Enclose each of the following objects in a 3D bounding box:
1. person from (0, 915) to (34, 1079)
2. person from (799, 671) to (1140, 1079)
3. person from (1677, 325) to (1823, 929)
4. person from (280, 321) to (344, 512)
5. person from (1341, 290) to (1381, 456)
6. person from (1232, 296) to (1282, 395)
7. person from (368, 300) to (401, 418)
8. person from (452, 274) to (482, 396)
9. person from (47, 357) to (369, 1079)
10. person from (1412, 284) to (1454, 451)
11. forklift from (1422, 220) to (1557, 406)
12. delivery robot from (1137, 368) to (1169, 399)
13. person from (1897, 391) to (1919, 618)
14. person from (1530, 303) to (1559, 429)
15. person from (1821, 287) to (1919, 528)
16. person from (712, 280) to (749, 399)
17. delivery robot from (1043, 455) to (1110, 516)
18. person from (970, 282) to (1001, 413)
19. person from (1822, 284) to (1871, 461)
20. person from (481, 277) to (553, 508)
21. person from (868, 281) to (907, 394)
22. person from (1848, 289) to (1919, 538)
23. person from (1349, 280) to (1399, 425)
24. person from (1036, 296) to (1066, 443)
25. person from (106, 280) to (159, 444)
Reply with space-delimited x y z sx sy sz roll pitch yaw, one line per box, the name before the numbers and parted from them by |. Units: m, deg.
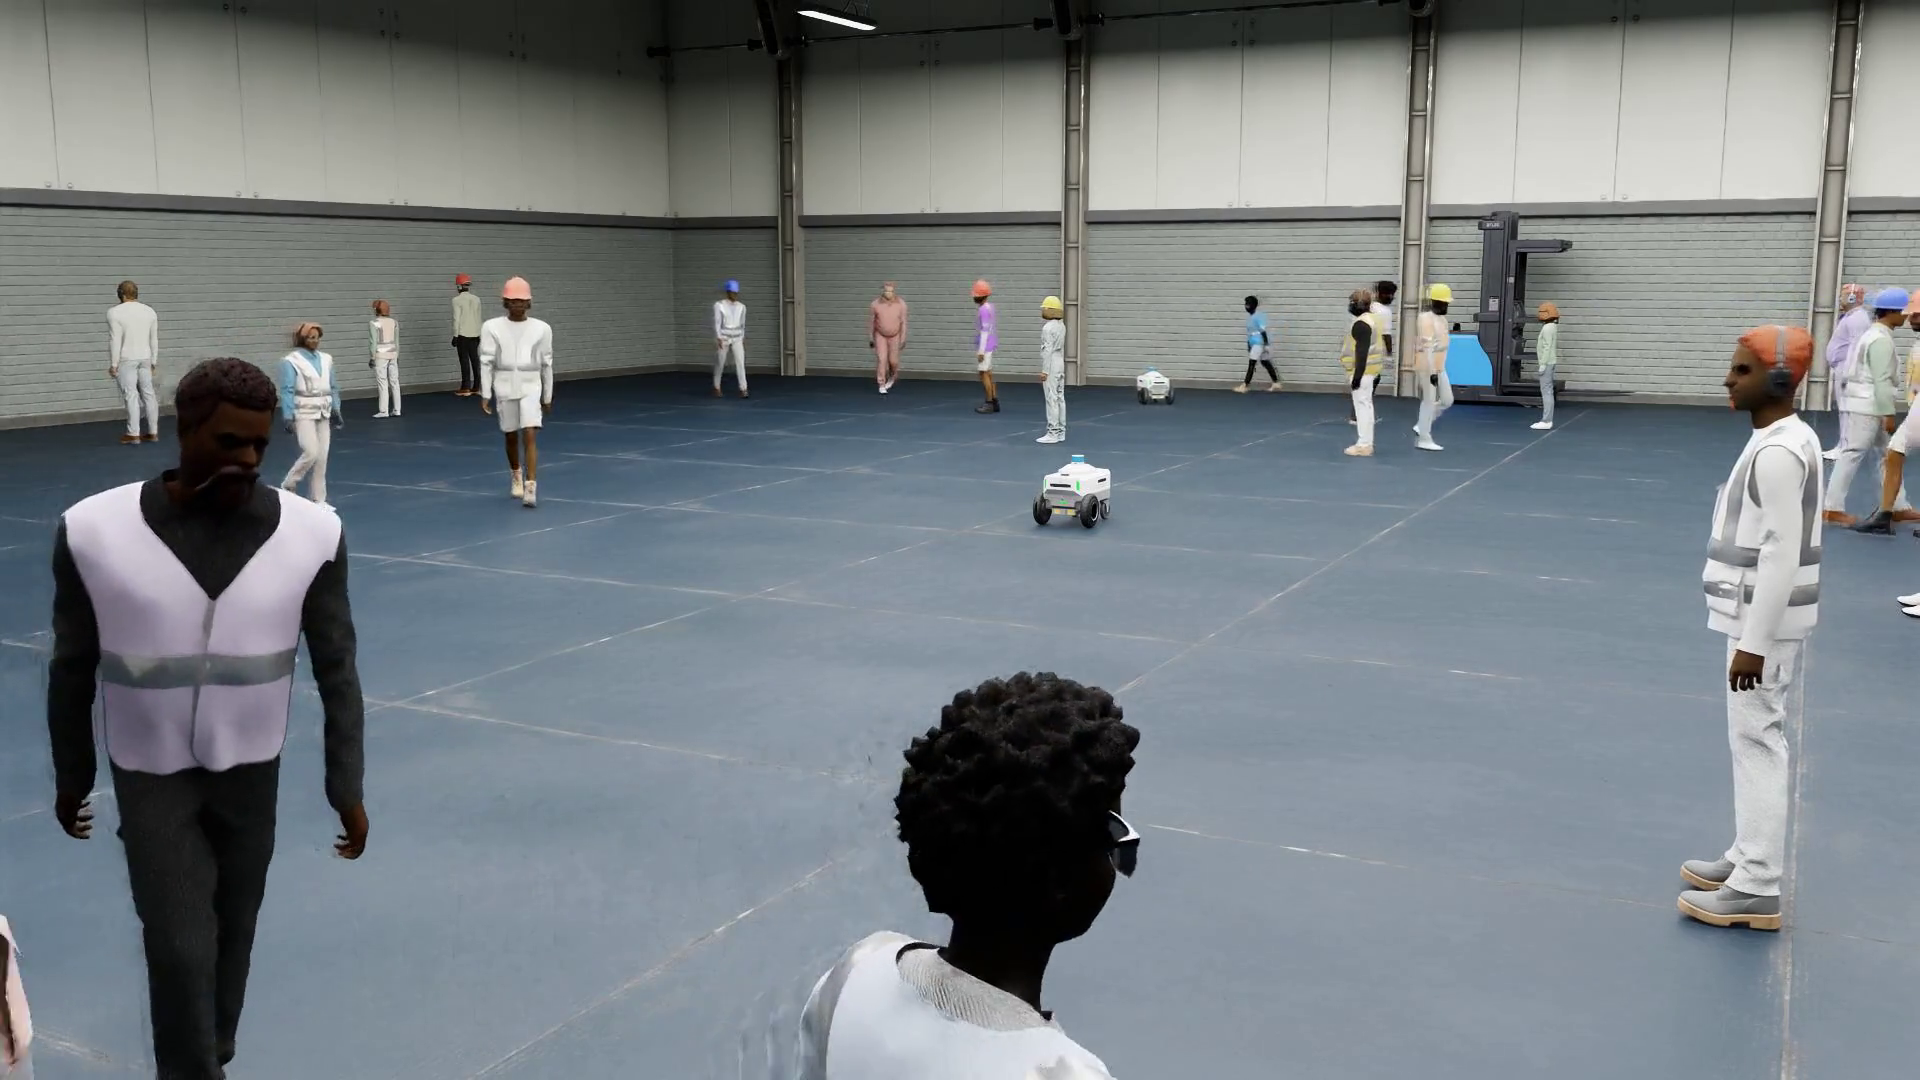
person | -1.291 0.843 2.006 0.636 1.782 0.990 8 12 41
person | -0.011 0.961 1.614 0.416 1.685 0.533 -5 11 -29
person | 2.513 0.267 5.250 0.343 1.882 0.585 5 10 26
person | -5.519 -1.039 14.117 0.413 1.623 0.513 4 10 22
person | 4.471 -1.862 18.589 0.430 1.832 0.655 3 10 20
person | 4.999 -3.259 27.772 0.948 1.636 0.561 -2 9 -10
person | -8.028 -2.521 23.202 0.306 1.639 0.524 5 10 26
person | -8.161 -3.391 27.468 0.385 1.993 0.624 5 10 26
person | -1.668 0.525 3.724 0.614 1.857 0.765 -6 11 -34
person | 5.427 -1.965 18.989 0.417 1.901 0.593 7 12 39
forklift | 8.245 -3.527 25.720 1.873 2.768 1.129 5 10 27
delivery robot | 3.004 -2.437 25.860 0.477 0.478 0.707 -1 9 -9
person | 5.849 -0.496 9.887 0.408 1.906 0.653 5 10 26
person | 7.620 -2.266 21.642 0.271 1.632 0.508 5 10 26
person | 7.359 -1.033 13.176 0.905 1.905 0.646 5 10 28
person | -3.732 -3.236 26.859 0.599 1.901 1.022 -5 10 -27
delivery robot | 0.965 -0.457 13.647 0.477 0.478 0.707 5 10 27
person | 0.376 -2.782 24.079 0.424 1.883 0.706 1 9 4
person | 9.628 -1.824 18.080 0.408 1.906 0.653 5 10 26
person | -3.909 -1.324 14.734 0.610 2.003 1.042 -2 9 -10
person | -1.226 -3.404 27.932 0.664 1.874 0.654 -1 9 -9
person | 7.231 -0.943 12.627 0.850 1.899 0.567 1 9 3
person | 5.482 -2.487 22.104 0.658 1.919 0.618 -2 9 -13
person | 1.090 -2.044 19.935 0.303 1.743 0.493 5 10 26
person | -9.839 -2.119 19.797 0.358 1.938 0.636 5 10 26
